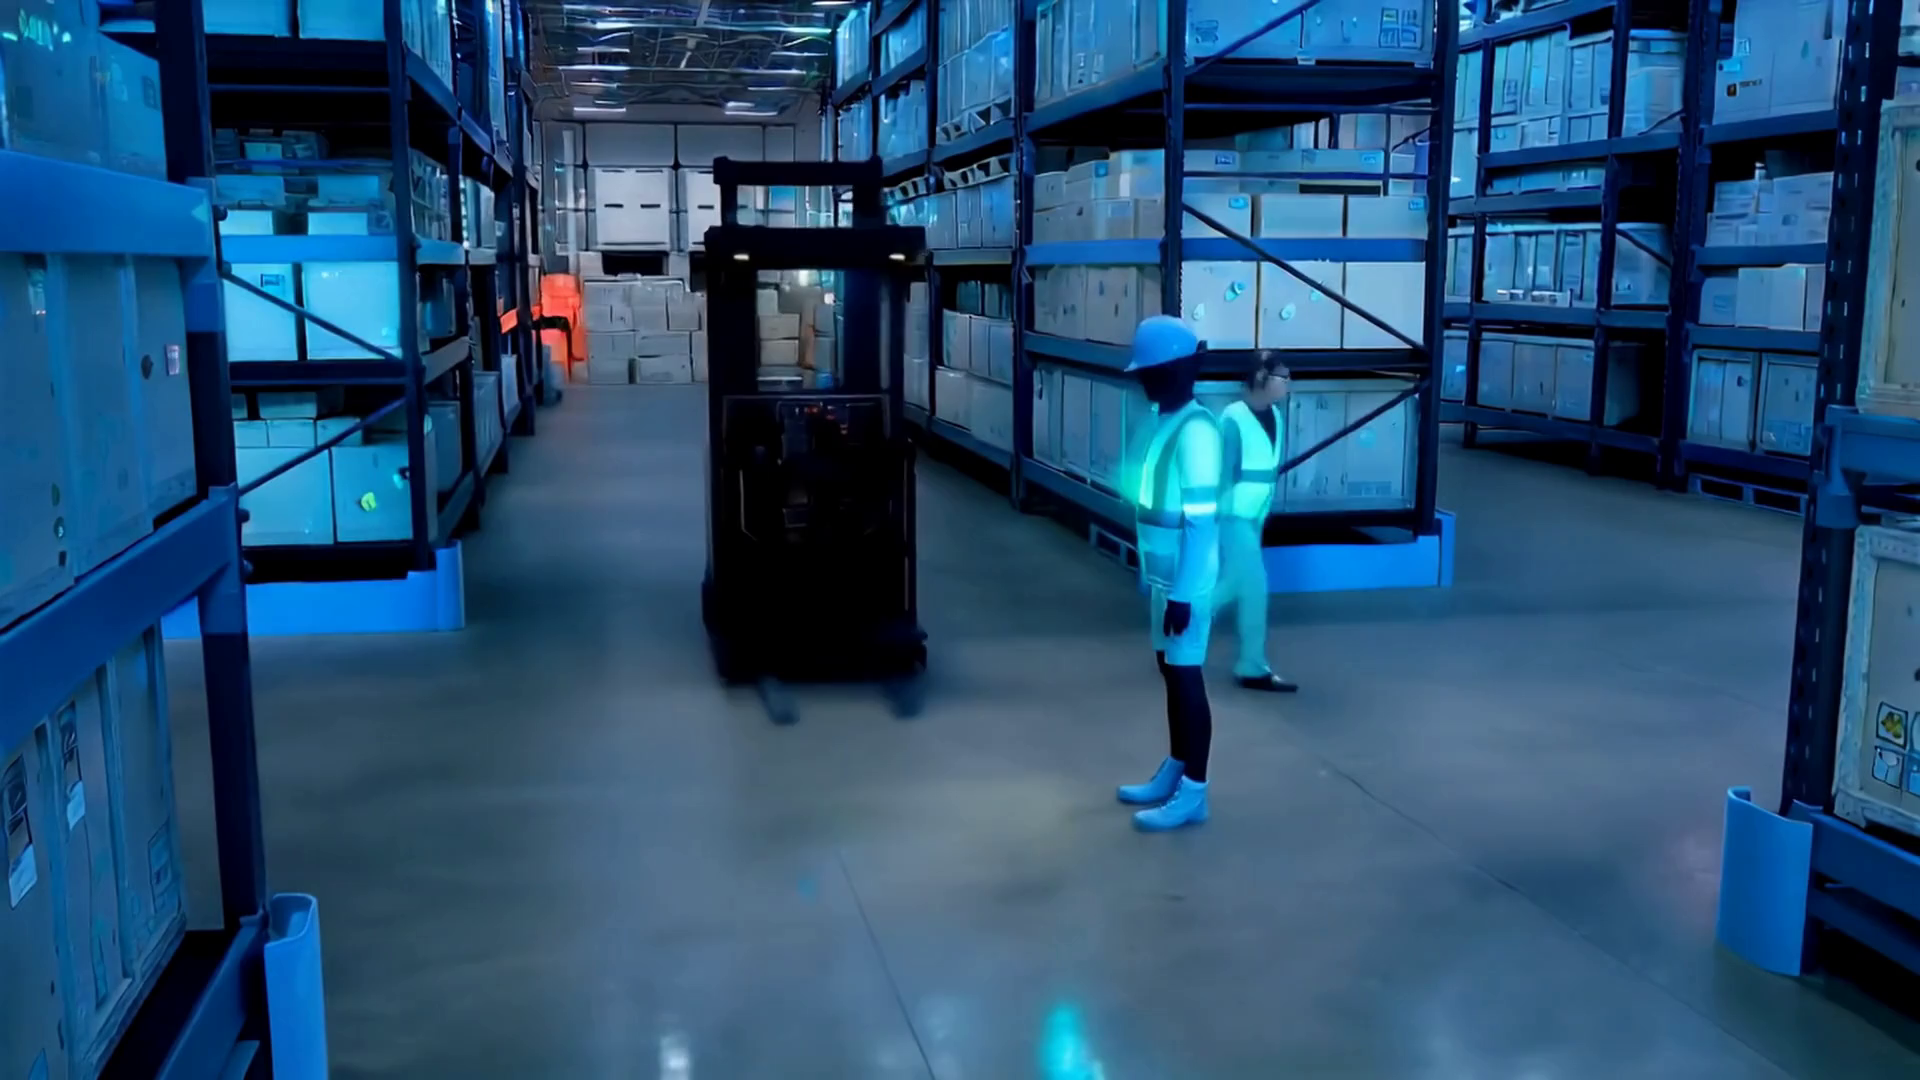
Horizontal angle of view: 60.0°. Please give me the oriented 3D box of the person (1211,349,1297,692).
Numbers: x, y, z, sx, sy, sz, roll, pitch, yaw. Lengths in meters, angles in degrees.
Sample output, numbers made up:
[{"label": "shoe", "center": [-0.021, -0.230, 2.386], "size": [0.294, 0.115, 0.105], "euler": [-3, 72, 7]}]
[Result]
[{"label": "person", "center": [1.426, -0.120, 8.840], "size": [0.785, 1.810, 0.592], "euler": [6, 11, 32]}]

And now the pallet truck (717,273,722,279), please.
[{"label": "pallet truck", "center": [-8.580, -8.986, 62.280], "size": [1.885, 1.965, 0.823], "euler": [1, 9, 5]}]

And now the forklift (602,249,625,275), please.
[{"label": "forklift", "center": [-11.455, -8.235, 55.018], "size": [1.129, 2.768, 1.873], "euler": [8, 12, 40]}]

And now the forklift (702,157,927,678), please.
[{"label": "forklift", "center": [-0.923, -0.787, 9.623], "size": [1.129, 2.768, 1.873], "euler": [-2, 10, -12]}]

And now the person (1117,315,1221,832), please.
[{"label": "person", "center": [0.827, 0.135, 6.574], "size": [0.392, 2.034, 0.605], "euler": [0, 9, -2]}]
